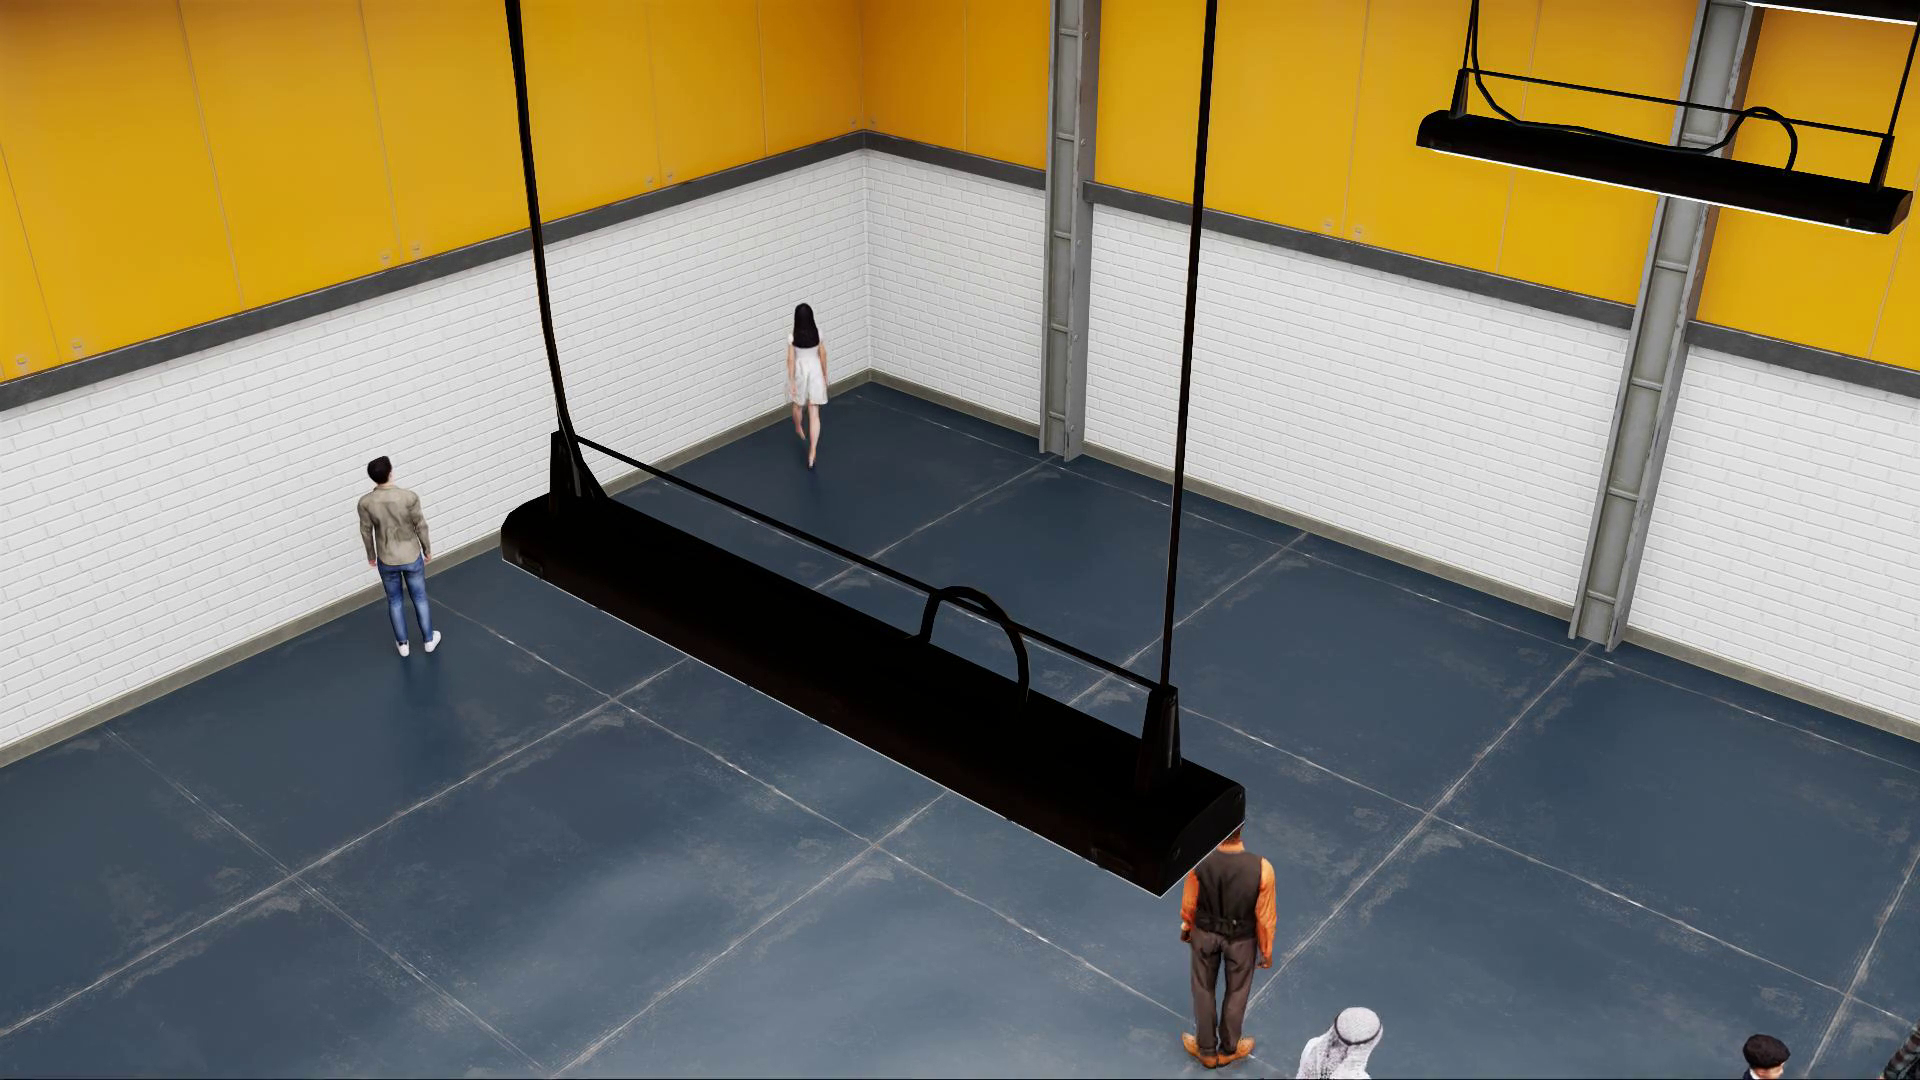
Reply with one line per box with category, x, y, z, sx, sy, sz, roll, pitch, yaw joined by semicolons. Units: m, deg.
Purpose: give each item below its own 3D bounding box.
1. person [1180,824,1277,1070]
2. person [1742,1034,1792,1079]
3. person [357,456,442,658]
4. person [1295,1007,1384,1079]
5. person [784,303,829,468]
person;1.600;2.435;10.100;0.703;1.900;0.884;12;31;22
person;4.340;3.243;9.330;0.633;1.218;0.571;14;31;24
person;-4.837;0.146;14.330;0.786;1.867;0.805;-7;29;-12
person;1.863;3.225;8.648;0.901;1.903;0.893;-15;32;-25
person;-1.606;-1.626;17.714;1.060;1.738;1.176;-6;29;-10
